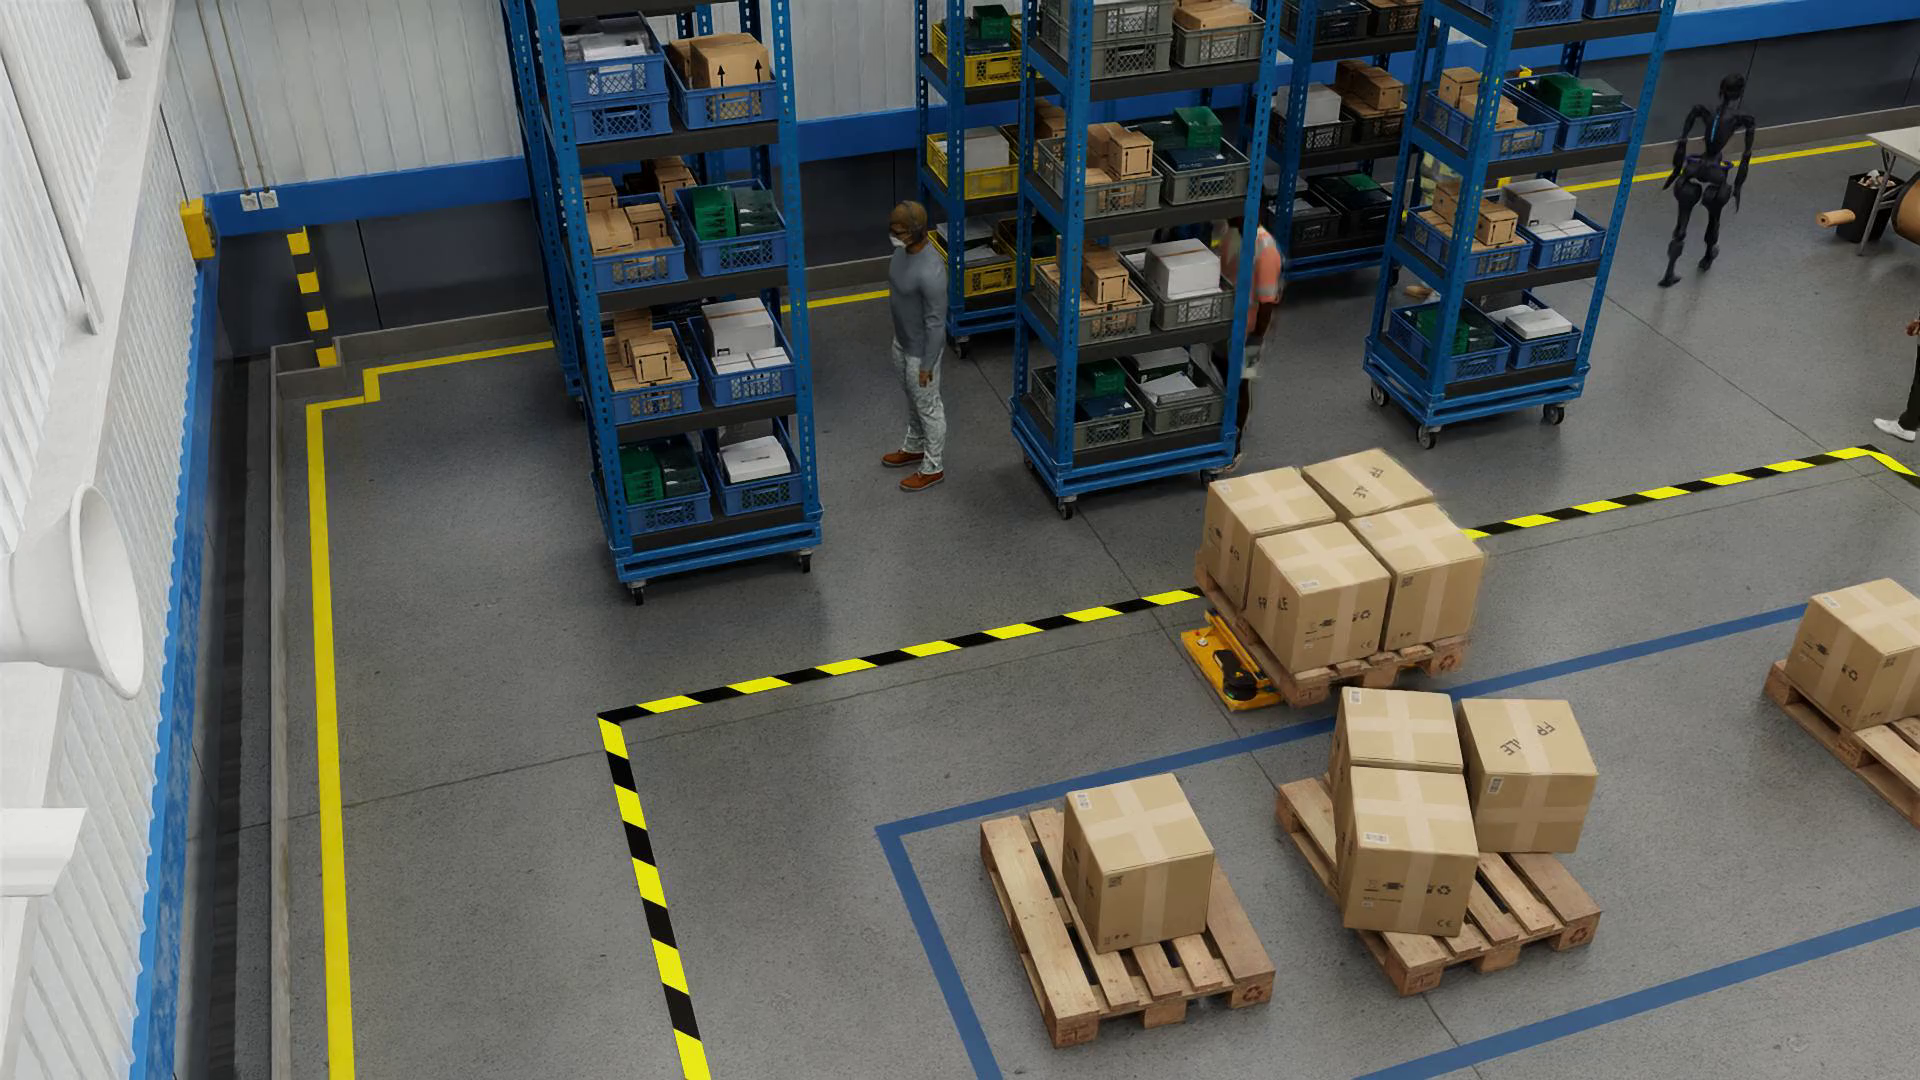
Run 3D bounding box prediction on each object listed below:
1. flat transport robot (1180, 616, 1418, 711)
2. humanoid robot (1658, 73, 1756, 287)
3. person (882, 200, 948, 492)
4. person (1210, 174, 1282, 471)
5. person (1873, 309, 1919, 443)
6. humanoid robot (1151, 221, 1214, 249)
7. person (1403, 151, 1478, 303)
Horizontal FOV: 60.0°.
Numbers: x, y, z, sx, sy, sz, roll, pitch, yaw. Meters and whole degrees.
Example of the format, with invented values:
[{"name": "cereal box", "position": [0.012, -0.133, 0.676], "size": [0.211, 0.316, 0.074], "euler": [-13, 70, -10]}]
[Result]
[{"name": "flat transport robot", "position": [2.020, 0.539, 9.266], "size": [1.431, 0.197, 0.652], "euler": [-11, 37, -15]}, {"name": "humanoid robot", "position": [5.761, -2.799, 12.832], "size": [0.601, 1.632, 0.748], "euler": [26, 43, 32]}, {"name": "person", "position": [-0.276, -1.206, 10.320], "size": [0.373, 1.937, 0.628], "euler": [-12, 37, -17]}, {"name": "person", "position": [1.786, -1.420, 10.612], "size": [0.477, 1.944, 0.786], "euler": [-9, 36, -12]}, {"name": "person", "position": [6.447, -1.487, 10.806], "size": [0.589, 1.862, 0.413], "euler": [-10, 36, -14]}, {"name": "humanoid robot", "position": [1.663, -2.139, 11.873], "size": [0.526, 1.625, 0.601], "euler": [-22, 41, -28]}, {"name": "person", "position": [3.589, -2.531, 12.285], "size": [0.431, 1.837, 0.623], "euler": [7, 36, 10]}]
